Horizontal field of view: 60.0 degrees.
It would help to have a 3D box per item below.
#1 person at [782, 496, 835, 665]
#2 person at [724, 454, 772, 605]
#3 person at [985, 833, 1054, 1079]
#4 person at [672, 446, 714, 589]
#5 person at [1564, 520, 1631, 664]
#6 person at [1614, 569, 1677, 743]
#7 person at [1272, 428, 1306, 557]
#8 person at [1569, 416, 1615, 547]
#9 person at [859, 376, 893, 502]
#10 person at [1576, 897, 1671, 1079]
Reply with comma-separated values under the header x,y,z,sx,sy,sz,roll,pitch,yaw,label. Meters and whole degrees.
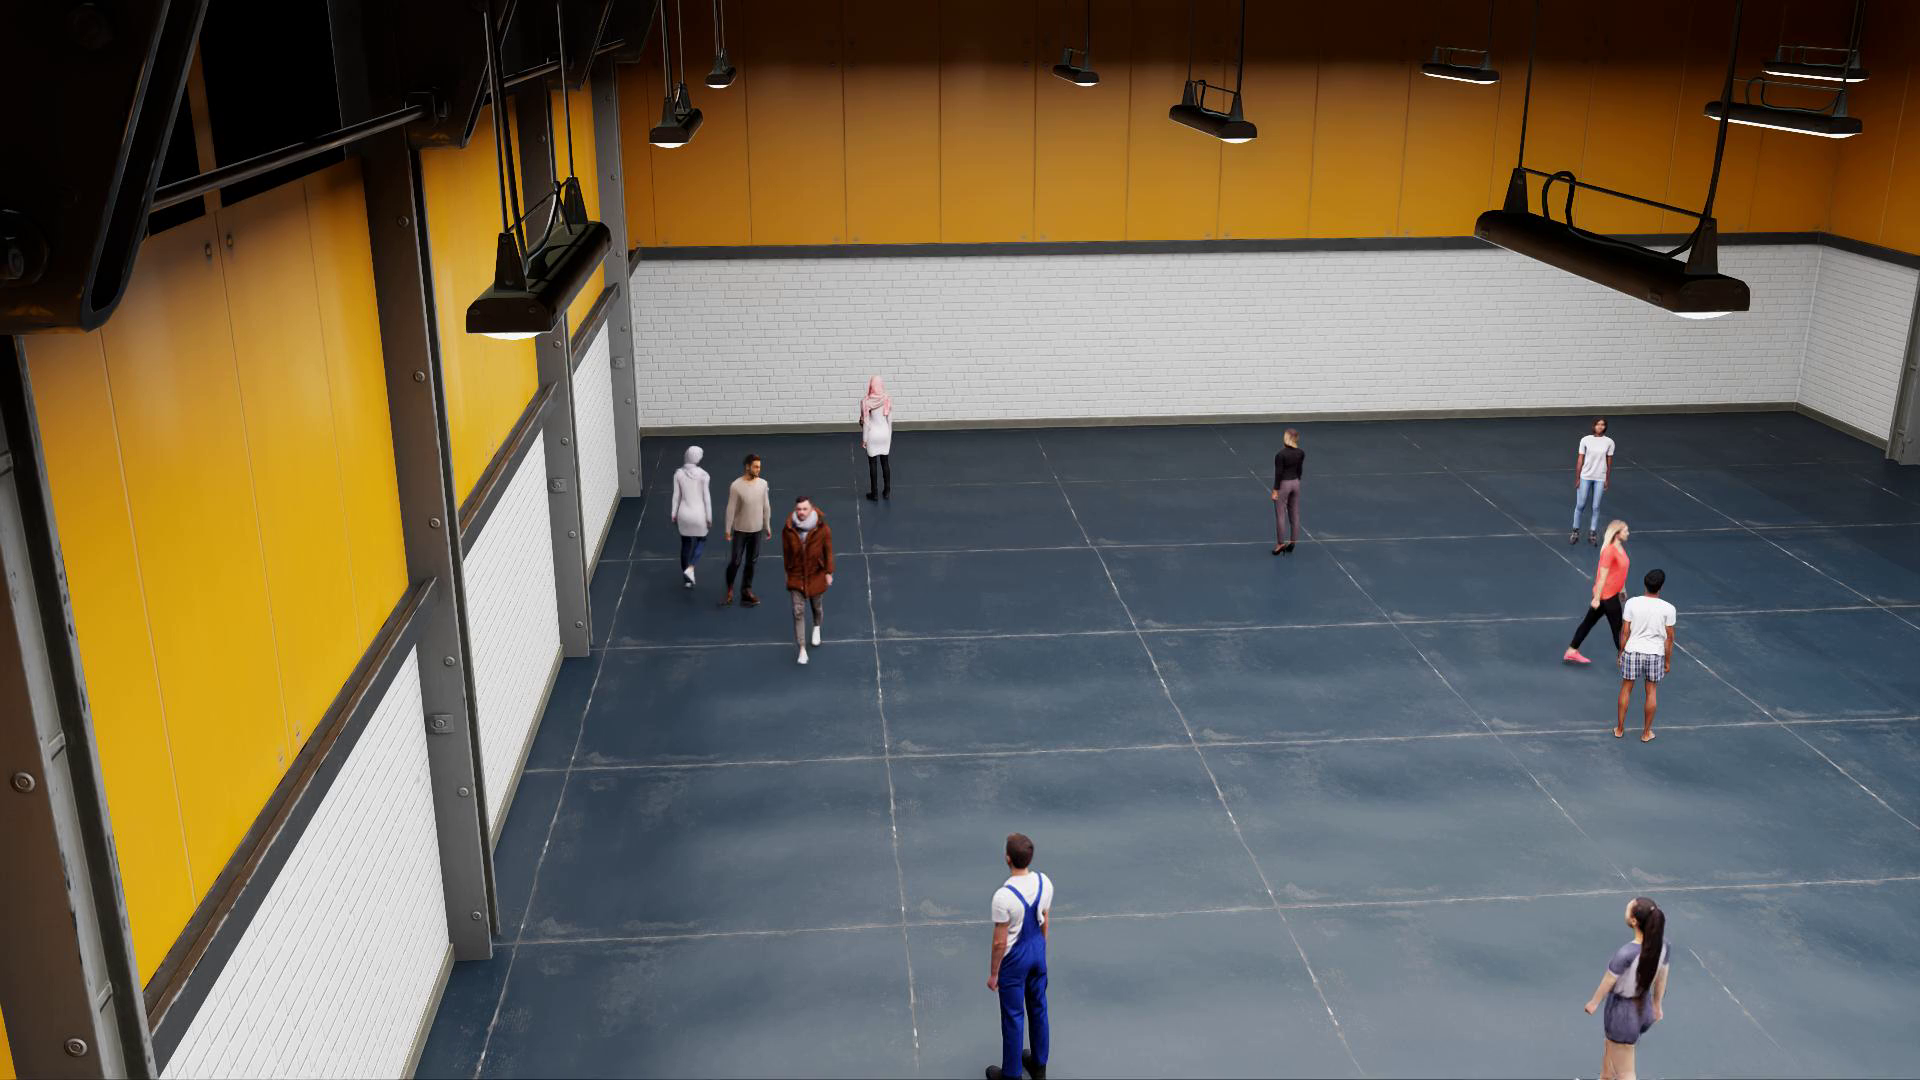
x,y,z,sx,sy,sz,roll,pitch,yaw,label
-1.654,0.388,18.128,0.731,1.805,1.107,-1,19,-3,person
-2.535,-0.121,19.574,0.856,1.848,0.841,-8,20,-22,person
0.403,2.778,10.962,0.718,1.850,0.727,-12,22,-32,person
-3.236,-0.244,20.076,0.804,1.760,0.846,2,19,7,person
6.800,0.602,17.750,1.089,1.642,1.134,11,21,29,person
6.618,1.110,16.096,0.711,1.734,0.720,10,21,27,person
4.204,-0.619,21.328,0.671,1.672,0.665,-11,21,-28,person
8.269,-0.785,21.749,0.650,1.719,0.637,5,19,14,person
-1.171,-1.454,23.604,0.704,1.803,0.698,-8,20,-23,person
4.296,3.055,10.490,0.811,1.626,0.946,-11,22,-30,person
